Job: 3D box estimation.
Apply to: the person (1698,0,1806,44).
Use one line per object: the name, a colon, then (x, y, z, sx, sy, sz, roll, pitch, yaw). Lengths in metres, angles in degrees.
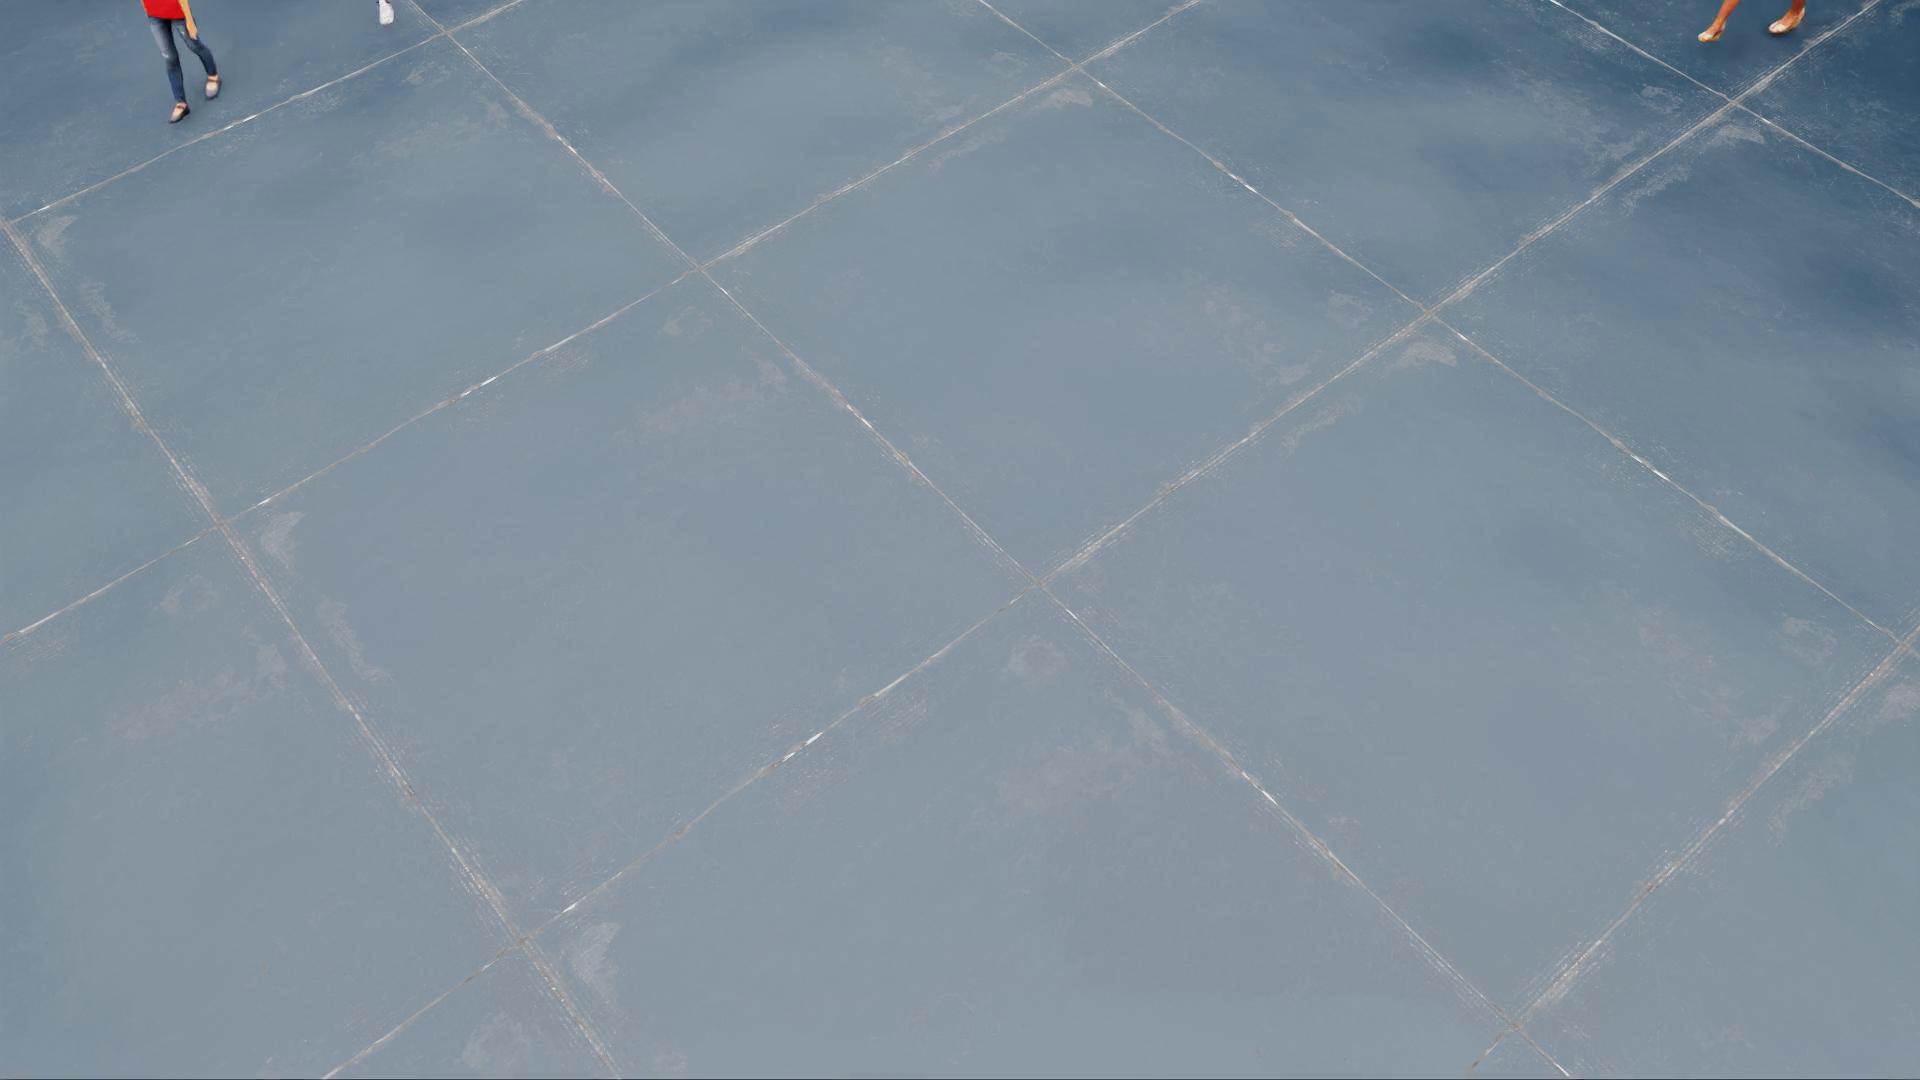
person: (5.344, -3.860, 10.496, 1.086, 1.638, 0.796, -13, 53, -10)

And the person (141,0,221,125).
person: (-4.853, -3.284, 10.267, 0.779, 1.295, 0.839, 5, 52, 4)
